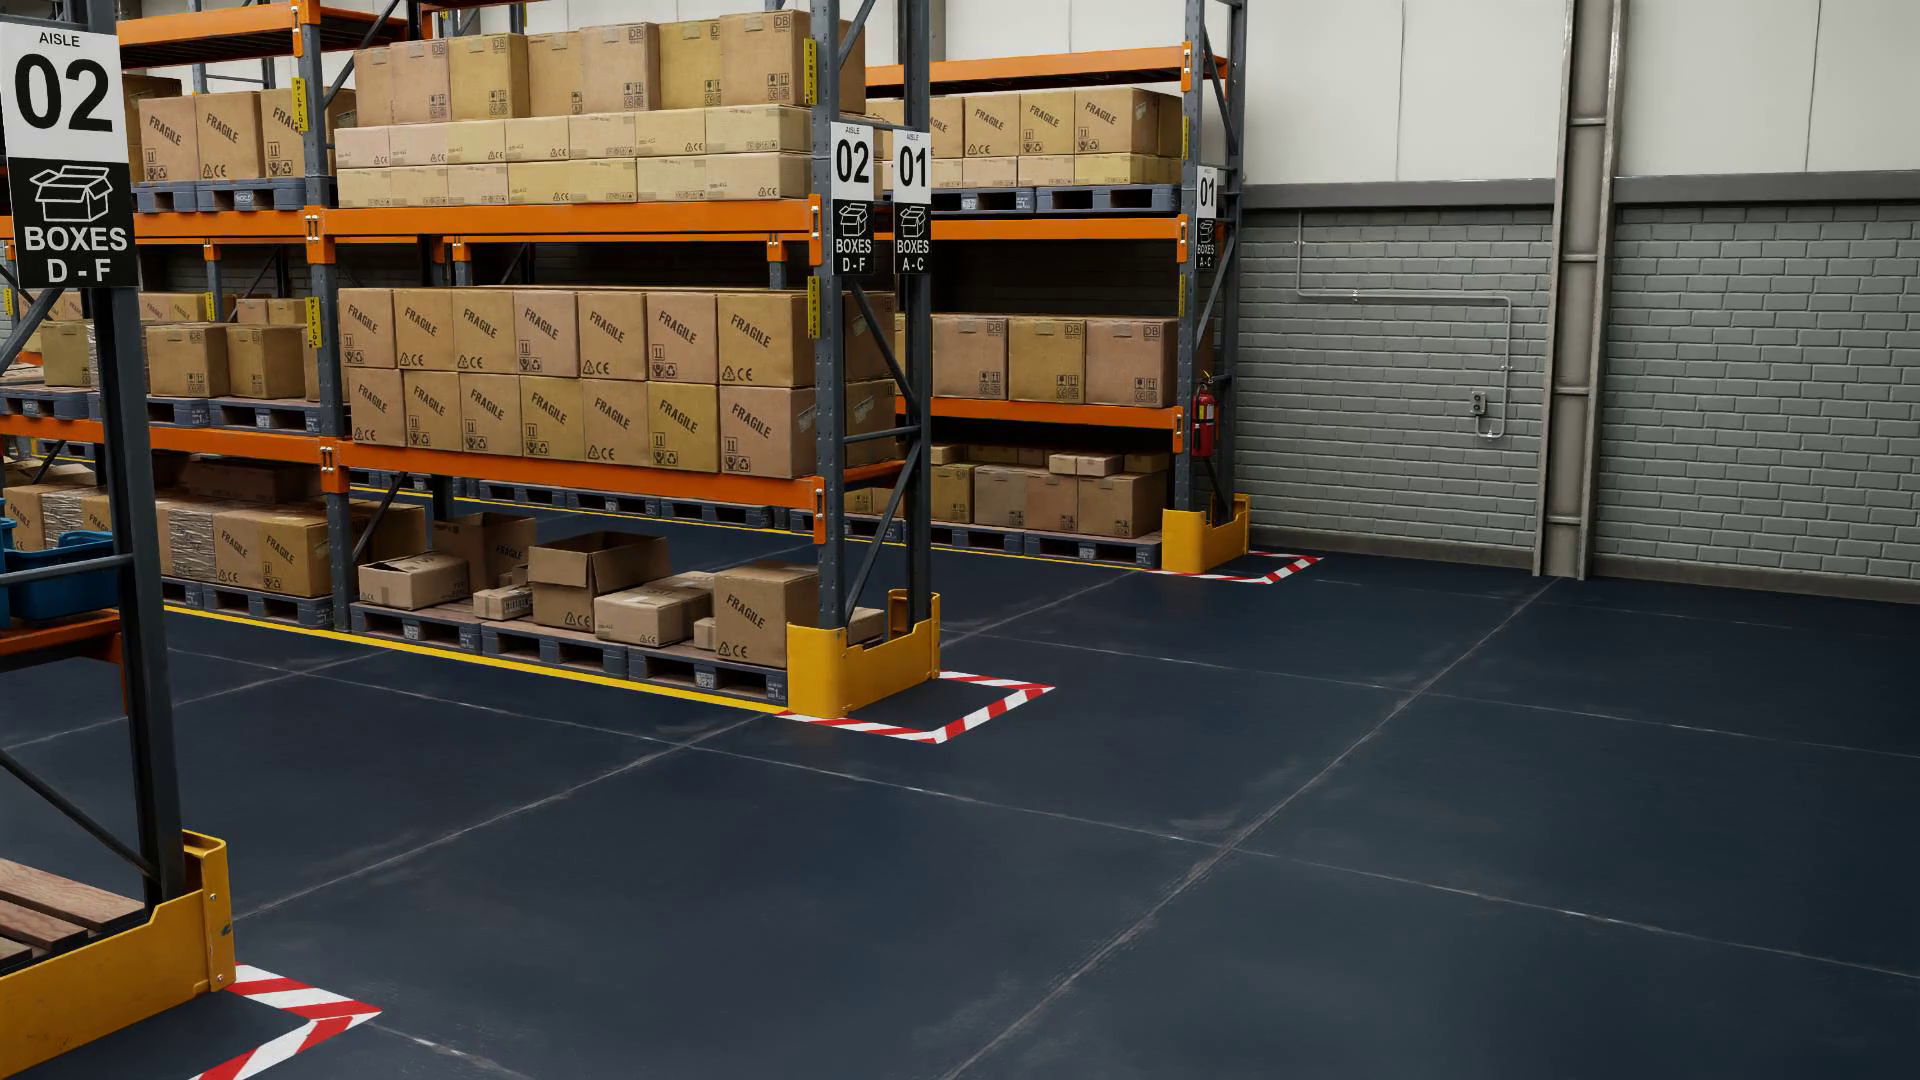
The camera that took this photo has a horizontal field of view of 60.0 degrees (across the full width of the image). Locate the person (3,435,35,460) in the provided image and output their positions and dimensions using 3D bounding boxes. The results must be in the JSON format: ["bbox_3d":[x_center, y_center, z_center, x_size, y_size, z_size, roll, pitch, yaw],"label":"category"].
[{"bbox_3d":[-9.569,-1.121,16.782,0.498,1.605,0.750,-8,12,-39],"label":"person"}]
